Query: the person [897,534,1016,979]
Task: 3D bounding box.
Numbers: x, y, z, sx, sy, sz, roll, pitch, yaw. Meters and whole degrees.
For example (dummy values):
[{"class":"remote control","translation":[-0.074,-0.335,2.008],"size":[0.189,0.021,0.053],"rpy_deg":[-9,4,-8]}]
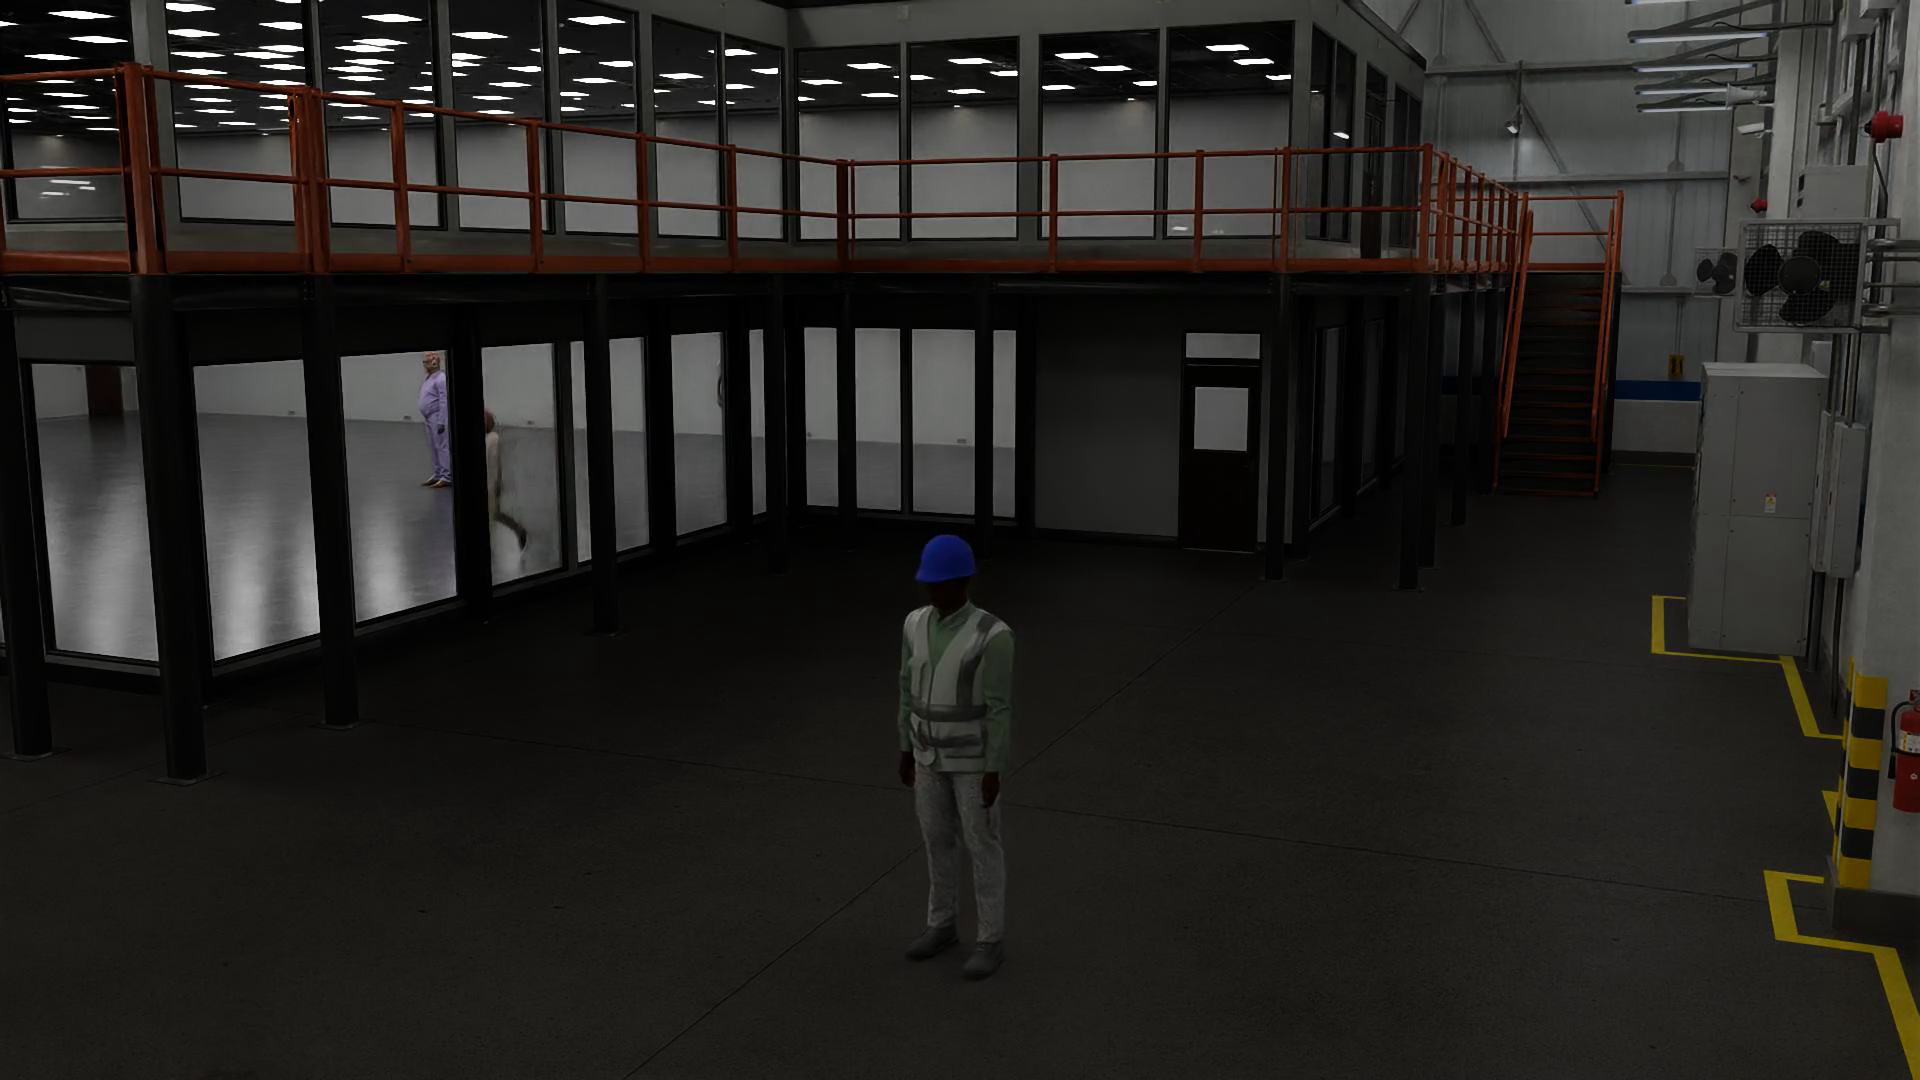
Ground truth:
[{"class":"person","translation":[-0.037,0.928,7.239],"size":[0.609,1.940,0.413],"rpy_deg":[8,12,39]}]
